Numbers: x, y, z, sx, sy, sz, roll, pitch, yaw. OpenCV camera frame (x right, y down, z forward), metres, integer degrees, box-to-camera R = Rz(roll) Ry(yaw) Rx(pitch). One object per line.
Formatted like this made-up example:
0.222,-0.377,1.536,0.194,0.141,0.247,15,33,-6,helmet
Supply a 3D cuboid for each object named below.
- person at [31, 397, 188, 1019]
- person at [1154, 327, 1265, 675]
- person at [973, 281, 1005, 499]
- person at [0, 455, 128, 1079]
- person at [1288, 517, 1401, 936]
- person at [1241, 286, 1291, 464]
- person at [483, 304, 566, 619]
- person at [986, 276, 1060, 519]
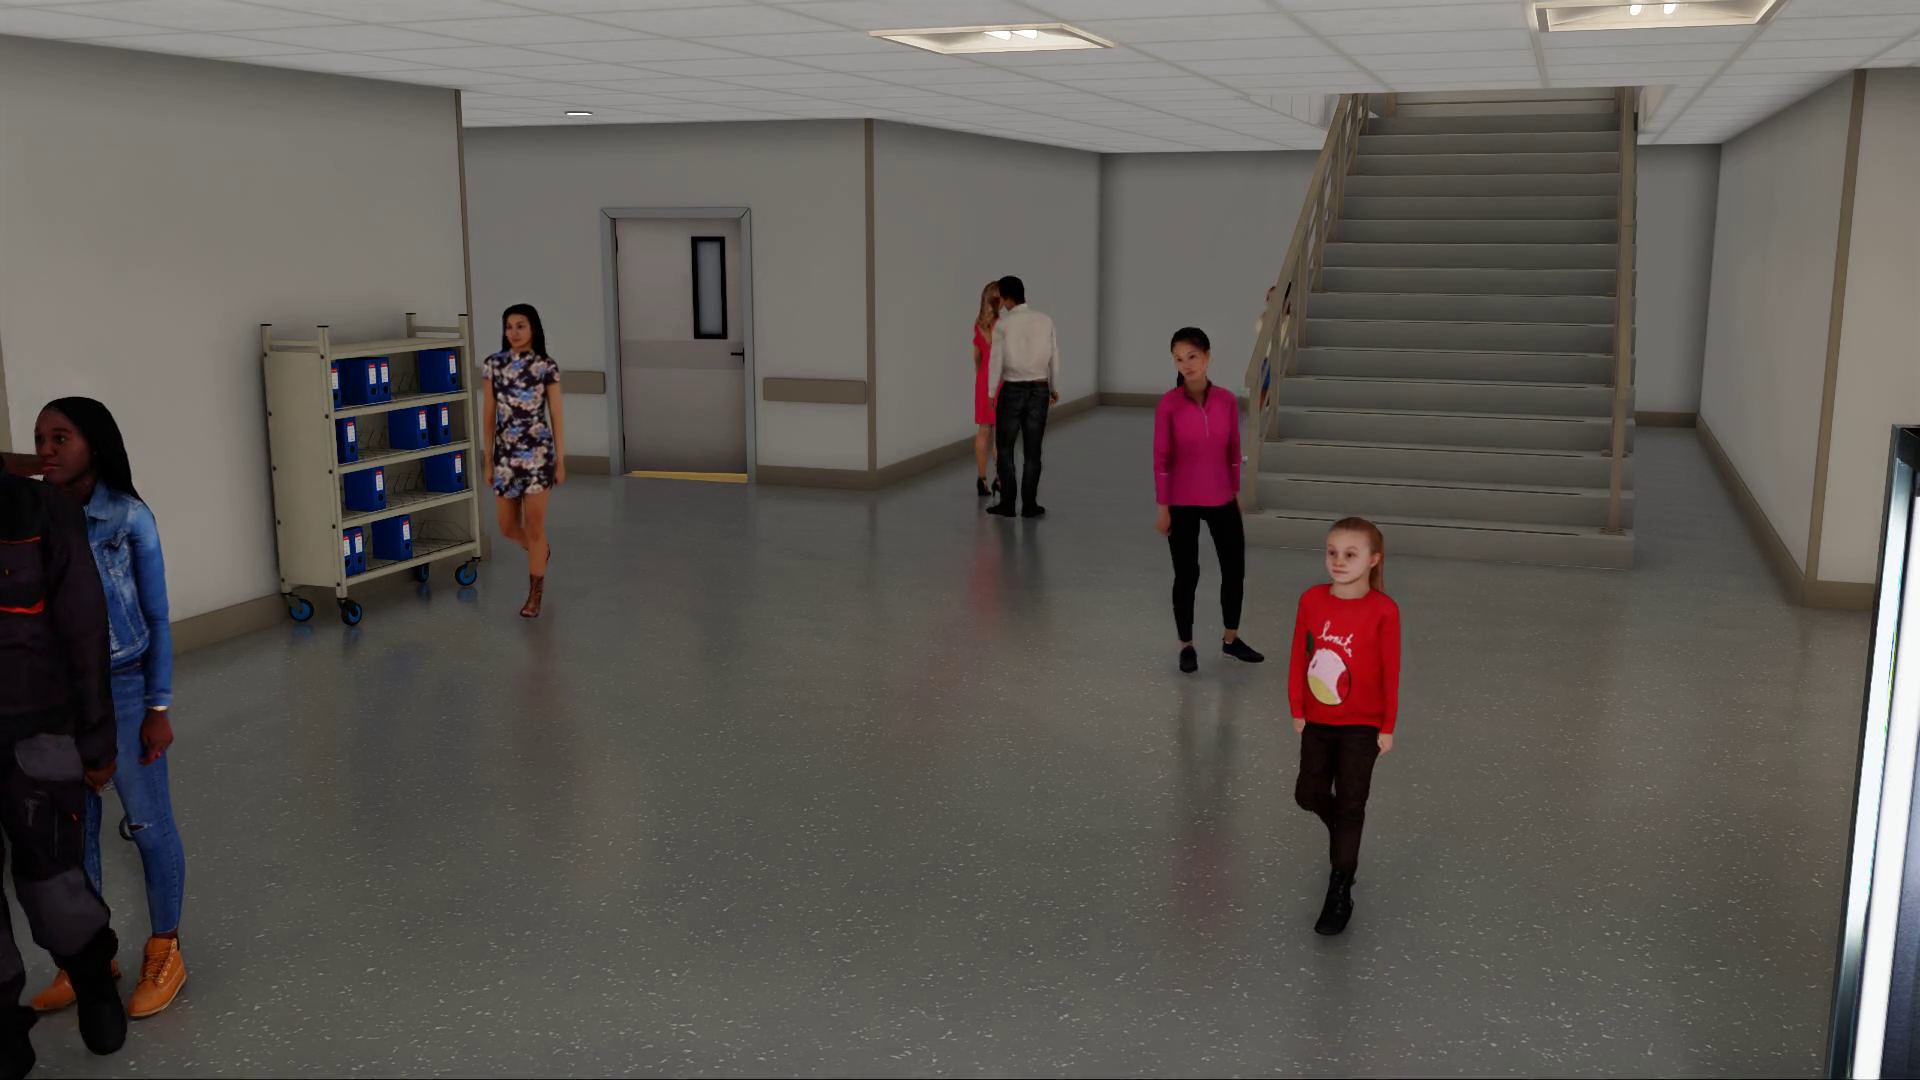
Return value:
-2.369,0.454,4.589,0.633,1.712,0.569,2,11,9,person
1.153,-0.162,7.959,0.849,1.665,0.862,-6,12,-30,person
0.271,-1.211,13.316,0.646,1.729,0.652,9,14,41,person
-2.427,0.478,4.216,0.888,1.804,0.953,-3,11,-14,person
1.221,0.556,5.239,0.575,1.269,0.828,6,12,28,person
2.896,-1.473,15.016,0.837,1.611,0.946,10,14,41,person
-2.423,-0.446,9.323,0.772,1.716,0.972,0,11,0,person
0.496,-1.058,12.350,0.795,1.789,0.777,1,11,6,person
